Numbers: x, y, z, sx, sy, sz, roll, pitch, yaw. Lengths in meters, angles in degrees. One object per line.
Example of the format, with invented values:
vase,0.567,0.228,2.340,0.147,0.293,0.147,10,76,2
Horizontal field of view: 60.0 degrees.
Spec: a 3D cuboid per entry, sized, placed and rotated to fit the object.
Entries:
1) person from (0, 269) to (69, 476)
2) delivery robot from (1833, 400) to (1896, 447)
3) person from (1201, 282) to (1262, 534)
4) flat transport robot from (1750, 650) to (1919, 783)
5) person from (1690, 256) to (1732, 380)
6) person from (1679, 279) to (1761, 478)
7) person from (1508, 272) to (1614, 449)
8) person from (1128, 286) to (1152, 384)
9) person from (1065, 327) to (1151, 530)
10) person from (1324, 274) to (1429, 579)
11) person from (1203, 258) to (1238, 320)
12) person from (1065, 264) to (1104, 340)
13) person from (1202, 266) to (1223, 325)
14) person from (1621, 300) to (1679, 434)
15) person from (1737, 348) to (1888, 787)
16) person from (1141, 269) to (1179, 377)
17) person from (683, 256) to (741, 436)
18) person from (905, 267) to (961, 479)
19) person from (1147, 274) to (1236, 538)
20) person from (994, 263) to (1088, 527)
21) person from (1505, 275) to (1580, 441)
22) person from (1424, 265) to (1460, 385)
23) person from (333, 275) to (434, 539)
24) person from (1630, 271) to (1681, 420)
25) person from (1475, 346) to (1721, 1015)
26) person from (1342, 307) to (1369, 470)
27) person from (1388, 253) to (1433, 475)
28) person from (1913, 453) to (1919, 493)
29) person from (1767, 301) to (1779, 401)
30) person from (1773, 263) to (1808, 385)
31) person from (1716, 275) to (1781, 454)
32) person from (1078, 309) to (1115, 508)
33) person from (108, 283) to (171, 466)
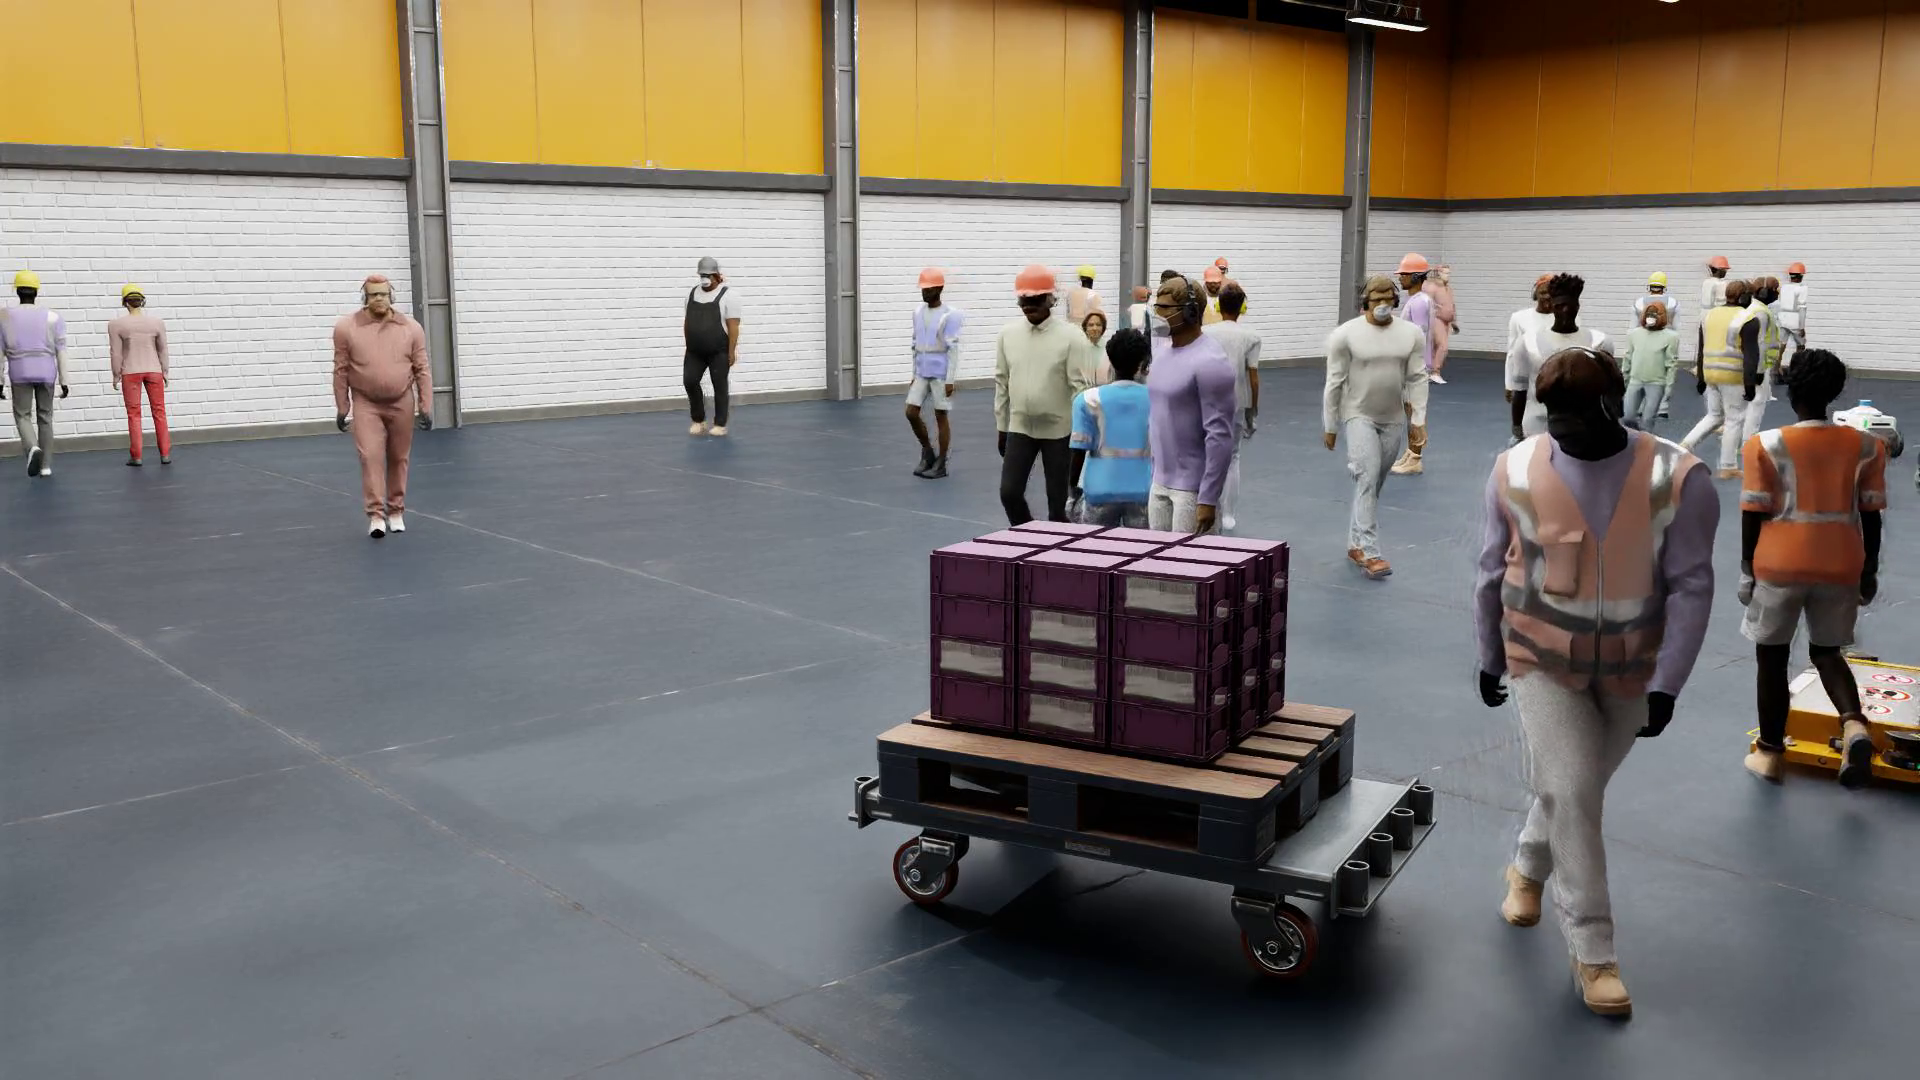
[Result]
person,-8.413,-1.497,15.097,0.597,1.905,0.642,-6,12,-33
delivery robot,9.197,-1.181,16.923,0.477,0.478,0.707,0,10,3
person,1.915,-0.949,12.093,0.525,1.845,0.786,1,10,5
flat transport robot,3.835,0.714,6.935,0.652,0.197,1.431,8,12,38
person,11.711,-3.401,25.919,0.507,2.030,0.605,-1,10,-7
person,6.910,-1.453,15.099,0.595,1.830,0.639,-3,10,-17
person,3.785,-0.719,10.495,0.617,1.934,0.917,2,10,12
person,2.500,-2.777,23.475,0.770,1.613,0.525,-9,13,-43
person,0.819,-0.221,8.303,0.566,1.673,0.677,0,10,2
person,2.672,-0.718,10.544,0.617,1.895,0.881,-2,10,-11
person,4.286,-3.650,27.441,0.613,1.994,0.382,-1,10,-4
person,1.698,-2.797,22.684,0.447,1.911,0.593,-9,13,-43
person,2.991,-2.285,19.738,0.573,1.890,0.937,1,10,6
person,6.465,-1.449,15.633,0.519,1.614,0.392,8,12,39
person,3.204,0.130,6.222,0.537,1.684,0.537,0,10,0
person,2.237,-1.921,17.637,0.595,1.898,0.867,9,13,44
person,-2.819,-2.169,18.641,0.715,2.000,0.599,3,10,18
person,-0.267,-1.500,15.061,0.580,1.922,0.450,8,12,38
person,1.025,-0.231,7.592,0.374,1.939,0.629,-3,10,-18
person,0.482,-0.656,9.960,0.644,1.969,0.502,4,11,23
person,4.924,-1.299,14.065,0.595,1.850,0.877,3,10,16
person,7.641,-3.396,26.287,0.592,1.886,0.649,9,13,41
person,-4.113,-0.944,11.932,0.673,1.872,0.878,-5,11,-25
person,8.580,-2.394,20.557,0.586,1.835,0.403,4,11,23
person,1.774,0.339,4.733,0.603,1.787,0.874,2,10,12
person,3.862,-1.469,15.730,0.507,1.632,0.268,3,10,15
person,4.173,-1.623,15.432,0.370,2.044,0.608,2,10,10
person,5.456,-0.406,8.942,0.564,1.827,0.940,3,10,17
person,11.295,-2.830,23.375,0.286,1.746,0.487,-4,11,-23
person,13.156,-3.390,26.157,0.836,1.909,0.571,-5,11,-28
person,8.090,-1.769,16.921,0.448,1.828,0.651,3,10,17
person,1.061,-0.993,13.029,0.541,1.601,0.822,-1,10,-6
person,-7.919,-1.590,16.073,0.522,1.761,0.321,-8,12,-38
